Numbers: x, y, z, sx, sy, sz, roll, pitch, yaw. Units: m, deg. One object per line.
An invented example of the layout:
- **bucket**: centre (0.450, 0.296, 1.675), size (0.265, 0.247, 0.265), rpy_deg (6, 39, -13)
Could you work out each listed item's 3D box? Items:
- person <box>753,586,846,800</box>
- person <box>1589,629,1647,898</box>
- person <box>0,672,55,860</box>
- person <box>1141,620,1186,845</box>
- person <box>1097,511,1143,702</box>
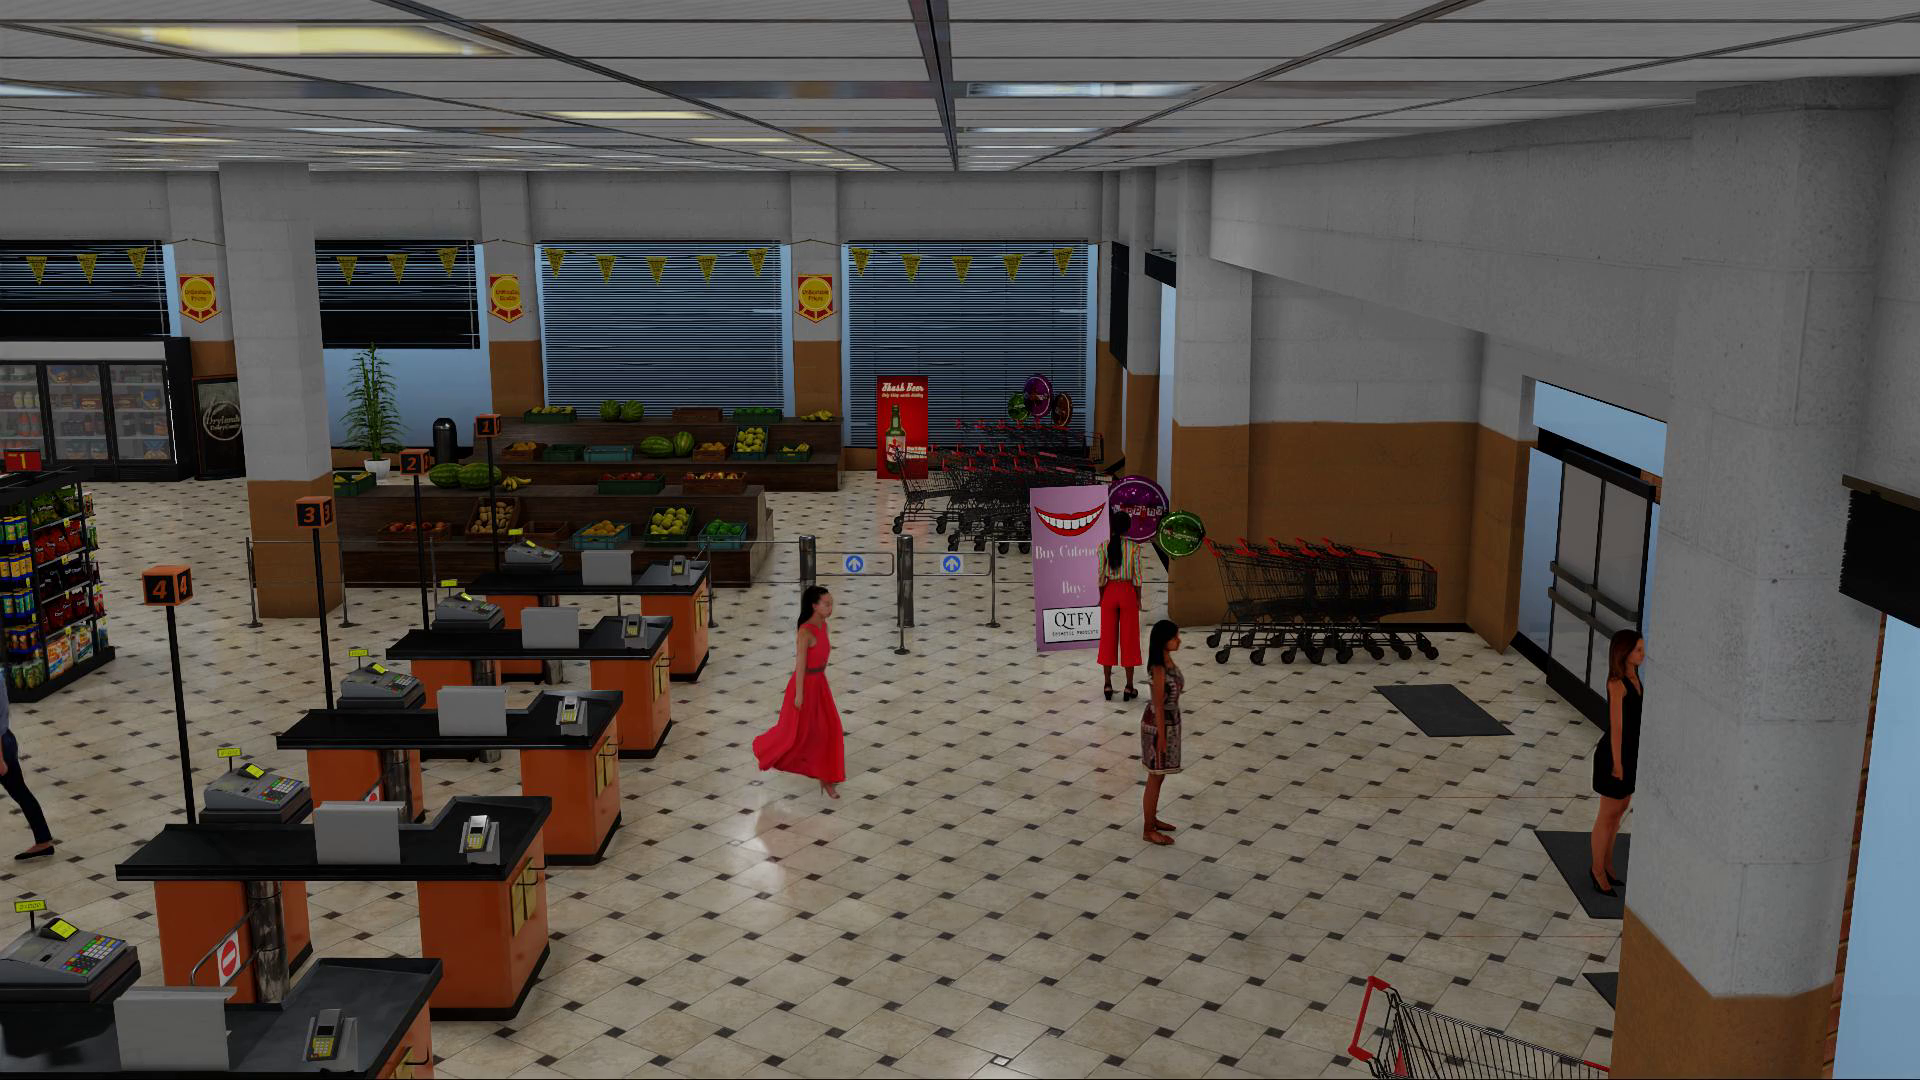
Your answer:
- **person**: centre (-1.256, 1.198, 12.998), size (1.166, 1.684, 0.952), rpy_deg (7, 14, 29)
- **person**: centre (4.445, 1.497, 11.213), size (0.697, 1.835, 0.662), rpy_deg (9, 15, 36)
- **person**: centre (-6.666, 1.476, 11.668), size (1.111, 1.687, 0.894), rpy_deg (-5, 13, -24)
- **person**: centre (1.471, 1.383, 12.212), size (0.600, 1.644, 0.693), rpy_deg (3, 12, 12)
- **person**: centre (1.488, 0.608, 15.538), size (0.561, 1.792, 0.714), rpy_deg (3, 12, 15)
